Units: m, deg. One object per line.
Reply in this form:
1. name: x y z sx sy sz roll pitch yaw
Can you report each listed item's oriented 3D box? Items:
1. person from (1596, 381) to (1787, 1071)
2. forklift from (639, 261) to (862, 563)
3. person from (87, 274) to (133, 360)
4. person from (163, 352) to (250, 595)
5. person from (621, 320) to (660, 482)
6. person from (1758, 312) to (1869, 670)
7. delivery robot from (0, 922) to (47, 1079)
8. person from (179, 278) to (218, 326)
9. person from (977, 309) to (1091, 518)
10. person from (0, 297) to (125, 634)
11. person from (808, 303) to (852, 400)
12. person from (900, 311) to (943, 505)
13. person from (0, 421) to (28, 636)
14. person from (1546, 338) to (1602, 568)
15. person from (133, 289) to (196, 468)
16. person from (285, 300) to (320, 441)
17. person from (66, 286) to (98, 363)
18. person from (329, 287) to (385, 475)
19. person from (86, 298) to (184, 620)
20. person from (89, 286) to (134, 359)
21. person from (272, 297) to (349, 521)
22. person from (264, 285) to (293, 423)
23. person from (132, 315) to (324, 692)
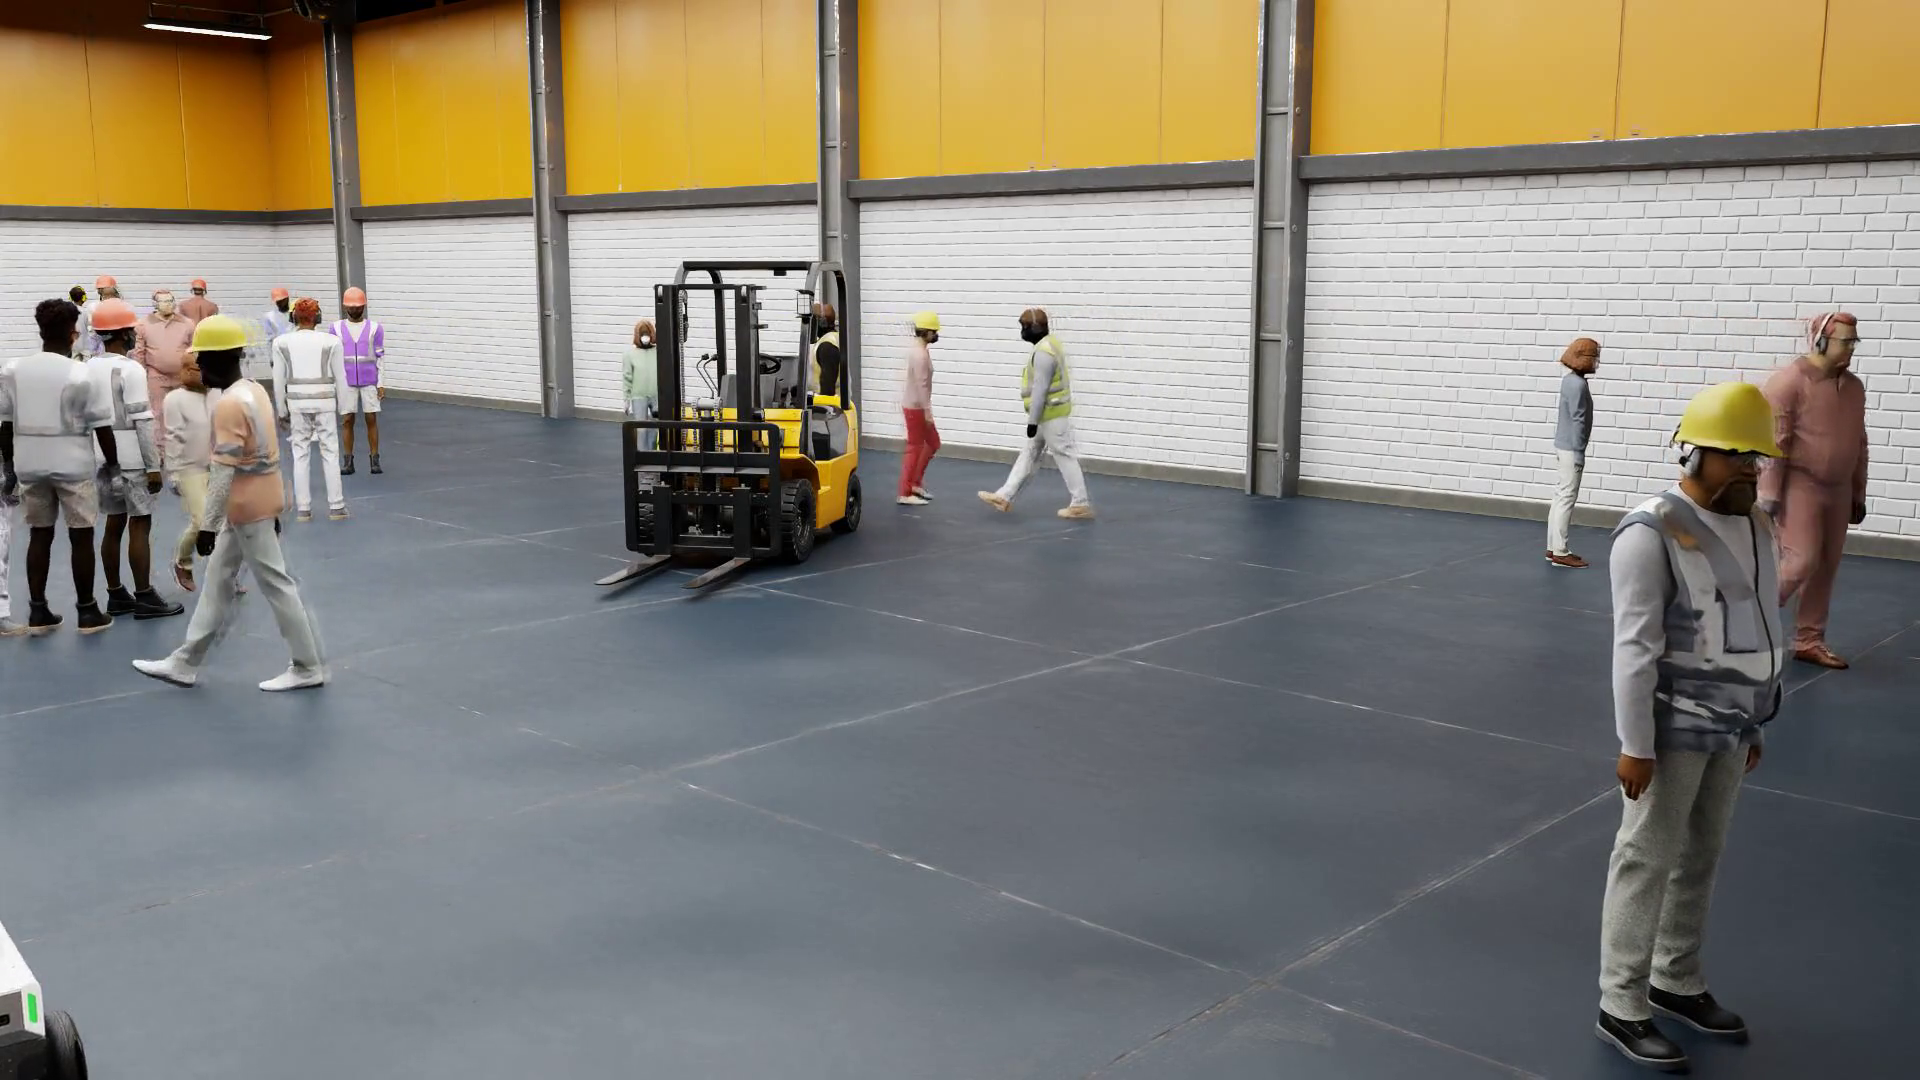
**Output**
1. person: 1.977 0.488 4.468 0.599 1.827 0.403 -6 11 -34
2. forklift: -1.552 -1.040 12.721 1.214 2.155 2.313 2 9 11
3. person: -11.601 -2.602 22.754 0.607 2.045 0.390 -1 9 -6
4. person: -4.901 -0.429 10.729 0.420 1.615 0.561 5 10 27
5. person: -3.107 -1.380 16.558 0.518 1.617 0.366 -3 10 -16
6. person: 4.554 -0.264 8.858 0.674 1.893 0.447 -4 10 -21
7. delivery robot: -2.539 1.128 4.153 0.477 0.478 0.707 -7 12 -38
8. person: -12.597 -3.351 27.579 0.608 1.970 0.899 -4 10 -24
9. person: 0.652 -1.061 14.128 1.008 1.772 0.640 1 9 3
10. person: -5.208 -0.413 9.592 0.681 1.959 0.407 0 9 0
11. person: -1.146 -1.114 14.294 0.430 1.836 0.633 0 9 -3
12. person: -0.344 -1.177 14.915 0.443 1.746 0.564 -1 9 -3
13. person: -5.763 -0.368 9.657 0.659 1.861 0.587 5 11 28
14. person: 4.399 -0.627 11.902 0.281 1.632 0.507 2 9 12
15. person: -8.461 -1.727 17.820 0.697 1.907 0.403 -6 11 -33
16. person: -8.106 -2.085 20.504 0.486 1.744 0.294 2 9 10
17. person: -12.799 -2.765 24.270 0.530 1.876 0.323 0 9 2
18. person: -6.215 -1.639 17.181 0.544 1.937 0.358 -3 10 -17
19. person: -5.048 -0.484 10.085 0.545 1.943 0.348 5 10 27
20. person: -11.290 -2.412 22.076 0.695 1.873 0.958 4 10 21
21. person: -5.452 -1.093 14.003 0.577 1.880 0.349 -2 9 -12
22. person: -9.359 -2.598 23.172 0.573 1.905 0.807 -4 10 -25
23. person: -3.656 -0.152 8.207 0.945 1.880 0.617 -3 10 -16
